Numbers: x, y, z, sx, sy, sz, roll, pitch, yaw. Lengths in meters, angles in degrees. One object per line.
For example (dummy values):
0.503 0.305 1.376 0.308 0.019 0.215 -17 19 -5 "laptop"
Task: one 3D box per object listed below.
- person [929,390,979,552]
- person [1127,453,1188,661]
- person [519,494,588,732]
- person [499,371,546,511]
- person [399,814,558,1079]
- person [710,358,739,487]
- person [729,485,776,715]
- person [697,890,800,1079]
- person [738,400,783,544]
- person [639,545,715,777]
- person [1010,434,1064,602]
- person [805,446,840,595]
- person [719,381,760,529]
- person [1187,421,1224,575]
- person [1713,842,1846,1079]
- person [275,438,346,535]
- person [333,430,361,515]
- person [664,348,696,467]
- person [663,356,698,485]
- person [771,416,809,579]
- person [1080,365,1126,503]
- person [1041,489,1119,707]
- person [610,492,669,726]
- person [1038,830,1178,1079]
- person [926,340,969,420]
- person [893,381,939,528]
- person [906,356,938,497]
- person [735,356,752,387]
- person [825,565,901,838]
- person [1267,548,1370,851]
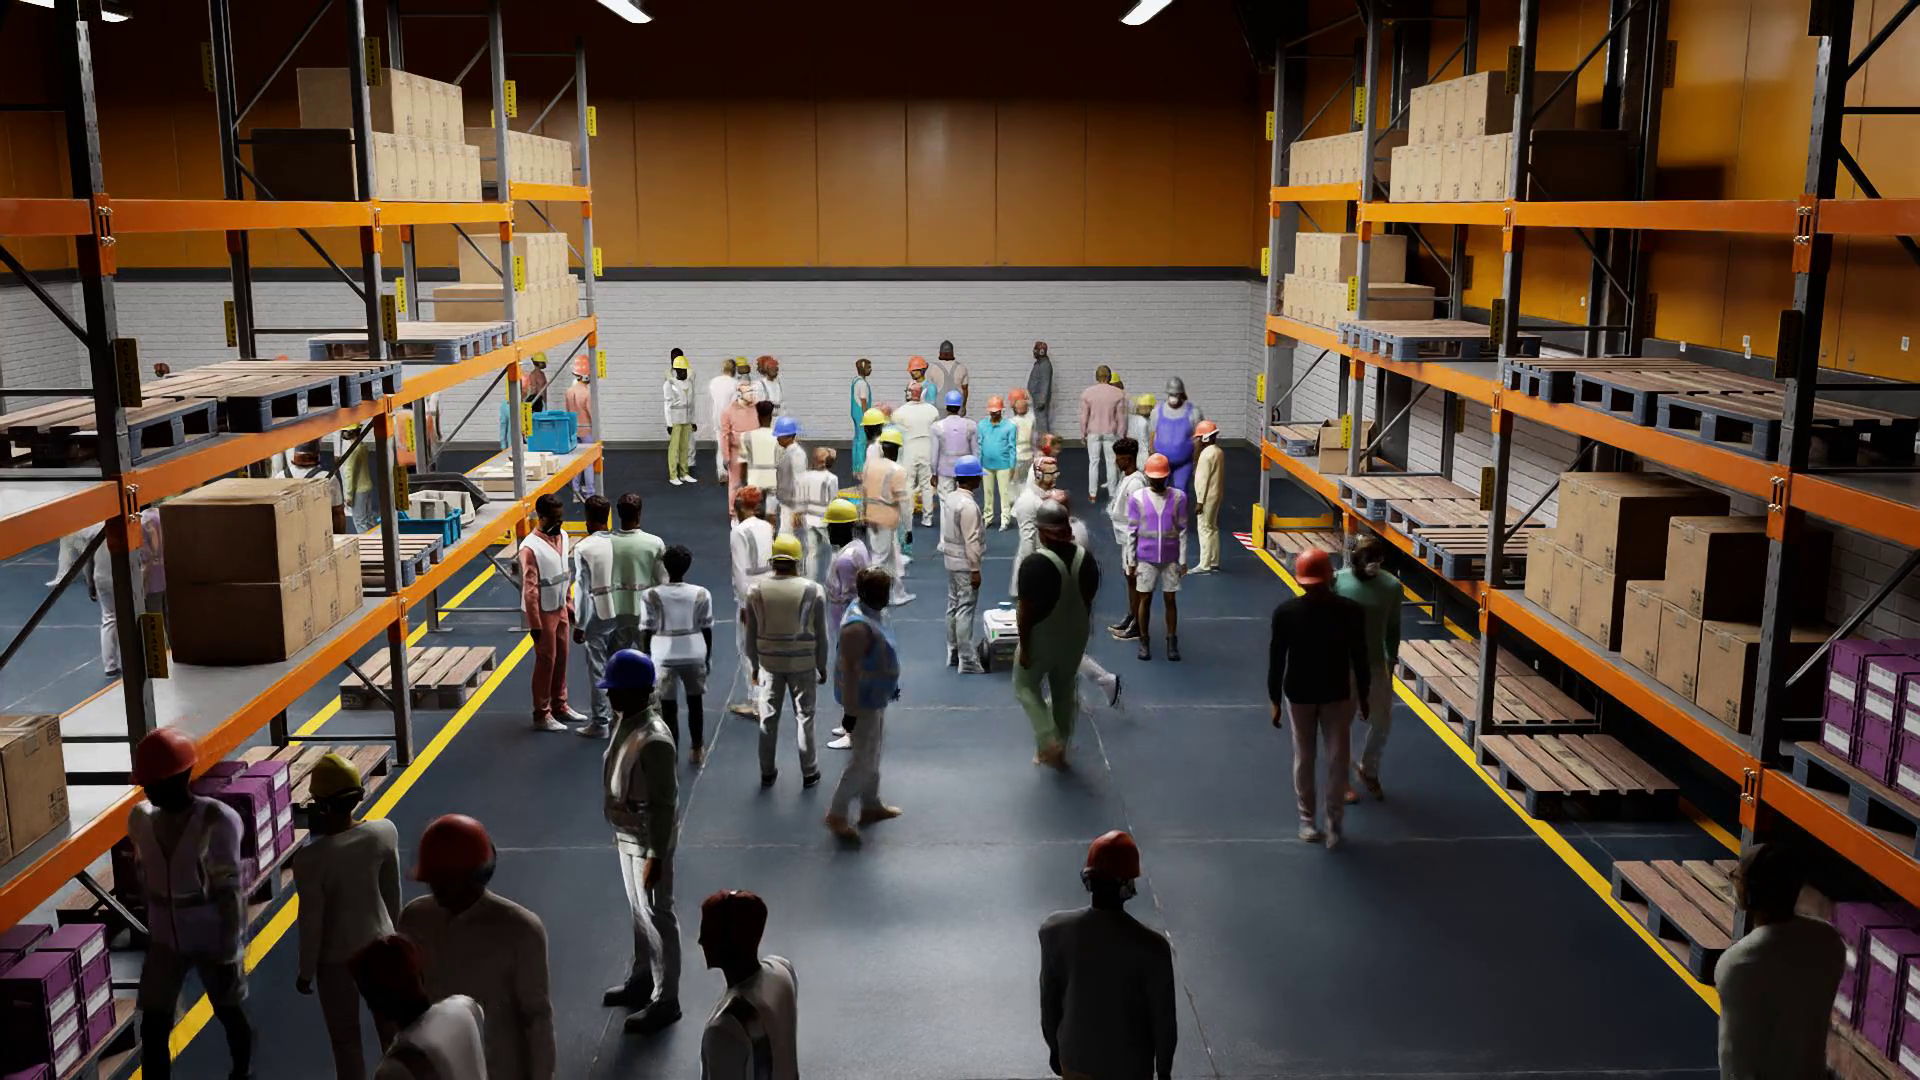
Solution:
-0.069 -0.823 19.989 0.604 1.949 0.389 -2 11 -10 "person"
1.800 0.156 15.149 0.550 1.925 0.390 0 11 1 "person"
-3.248 0.569 13.130 0.408 1.907 0.597 3 12 15 "person"
-5.753 -1.232 21.931 0.622 1.990 0.402 -2 12 -11 "person"
-1.771 1.936 6.074 0.627 1.985 0.409 4 12 18 "person"
-3.422 -1.721 24.563 0.666 1.919 0.418 8 14 35 "person"
-1.689 0.487 13.666 0.435 1.854 0.690 5 12 22 "person"
-0.706 2.075 5.644 0.341 1.876 0.577 3 12 14 "person"
-2.221 -0.662 19.228 0.630 1.923 0.941 0 11 2 "person"
-2.069 0.876 12.194 0.544 1.667 0.561 -4 12 -19 "person"
0.861 -0.204 17.291 0.744 1.806 0.587 0 11 1 "person"
-1.410 -0.182 17.597 0.561 1.616 0.551 -10 15 -42 "person"
-2.765 -1.093 21.444 0.650 1.911 0.409 -7 13 -31 "person"
2.789 -0.483 18.824 0.355 1.737 0.573 5 12 25 "person"
2.846 1.985 6.048 0.632 1.885 1.015 -5 12 -25 "person"
-6.100 -0.030 15.784 0.688 2.000 0.539 2 11 10 "person"
-8.266 -1.200 22.419 0.322 1.737 0.485 4 12 19 "person"
-4.456 -2.119 26.604 0.584 1.911 0.390 5 13 26 "person"
-4.169 -1.794 24.913 0.385 1.928 0.589 8 14 36 "person"
-1.808 -0.369 17.778 0.422 1.934 0.649 -4 12 -18 "person"
1.999 -1.479 23.311 0.635 1.935 0.350 1 11 5 "person"
0.950 0.514 13.477 0.684 1.875 0.677 3 12 15 "person"
-2.568 0.582 13.024 0.597 1.917 0.375 1 11 4 "person"
0.584 1.974 6.464 0.559 1.747 0.331 6 13 26 "person"
-0.219 -2.165 26.487 0.682 2.000 0.538 -2 11 -11 "person"
-0.587 -1.091 21.441 0.649 1.909 0.405 -6 13 -28 "person"
-0.567 -1.617 23.789 0.420 2.031 0.605 -8 14 -36 "person"
-3.520 -2.109 26.979 0.321 1.737 0.485 0 11 1 "person"
-0.627 1.038 11.006 0.491 1.826 0.794 1 11 6 "person"
2.315 1.025 10.690 0.667 1.959 0.605 1 11 7 "person"
